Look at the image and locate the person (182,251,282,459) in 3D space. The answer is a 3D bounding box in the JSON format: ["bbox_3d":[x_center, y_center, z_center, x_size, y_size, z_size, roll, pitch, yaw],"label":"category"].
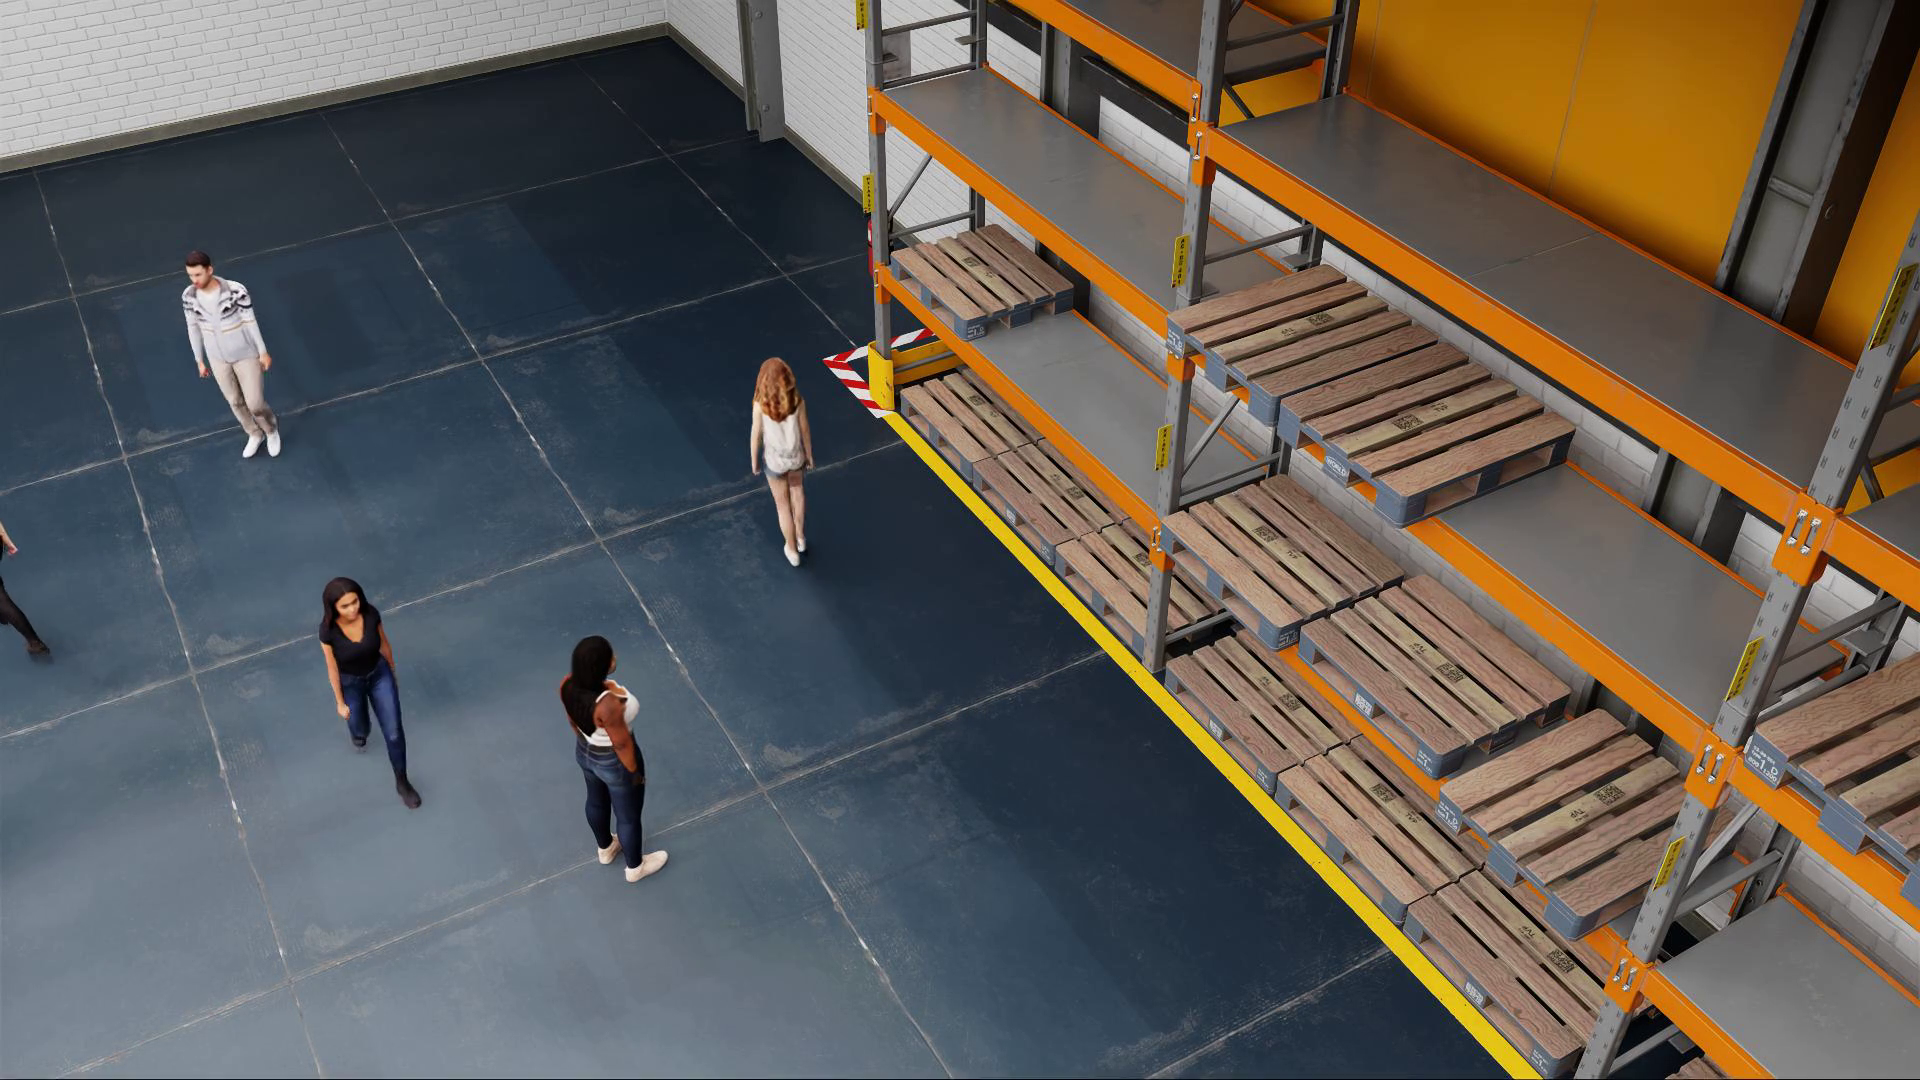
[{"bbox_3d":[-5.768,-1.521,13.263,0.812,1.836,0.820,0,39,0],"label":"person"}]

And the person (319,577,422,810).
[{"bbox_3d":[-3.740,0.881,10.351,0.660,1.716,1.047,-27,46,-30],"label":"person"}]

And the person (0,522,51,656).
[{"bbox_3d":[-6.667,0.128,11.384,1.145,1.604,0.923,22,43,25],"label":"person"}]

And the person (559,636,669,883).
[{"bbox_3d":[-2.075,1.289,9.769,0.659,1.805,0.782,28,46,30],"label":"person"}]

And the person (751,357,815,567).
[{"bbox_3d":[-1.242,-0.505,12.056,0.627,1.753,0.610,-14,41,-16],"label":"person"}]
